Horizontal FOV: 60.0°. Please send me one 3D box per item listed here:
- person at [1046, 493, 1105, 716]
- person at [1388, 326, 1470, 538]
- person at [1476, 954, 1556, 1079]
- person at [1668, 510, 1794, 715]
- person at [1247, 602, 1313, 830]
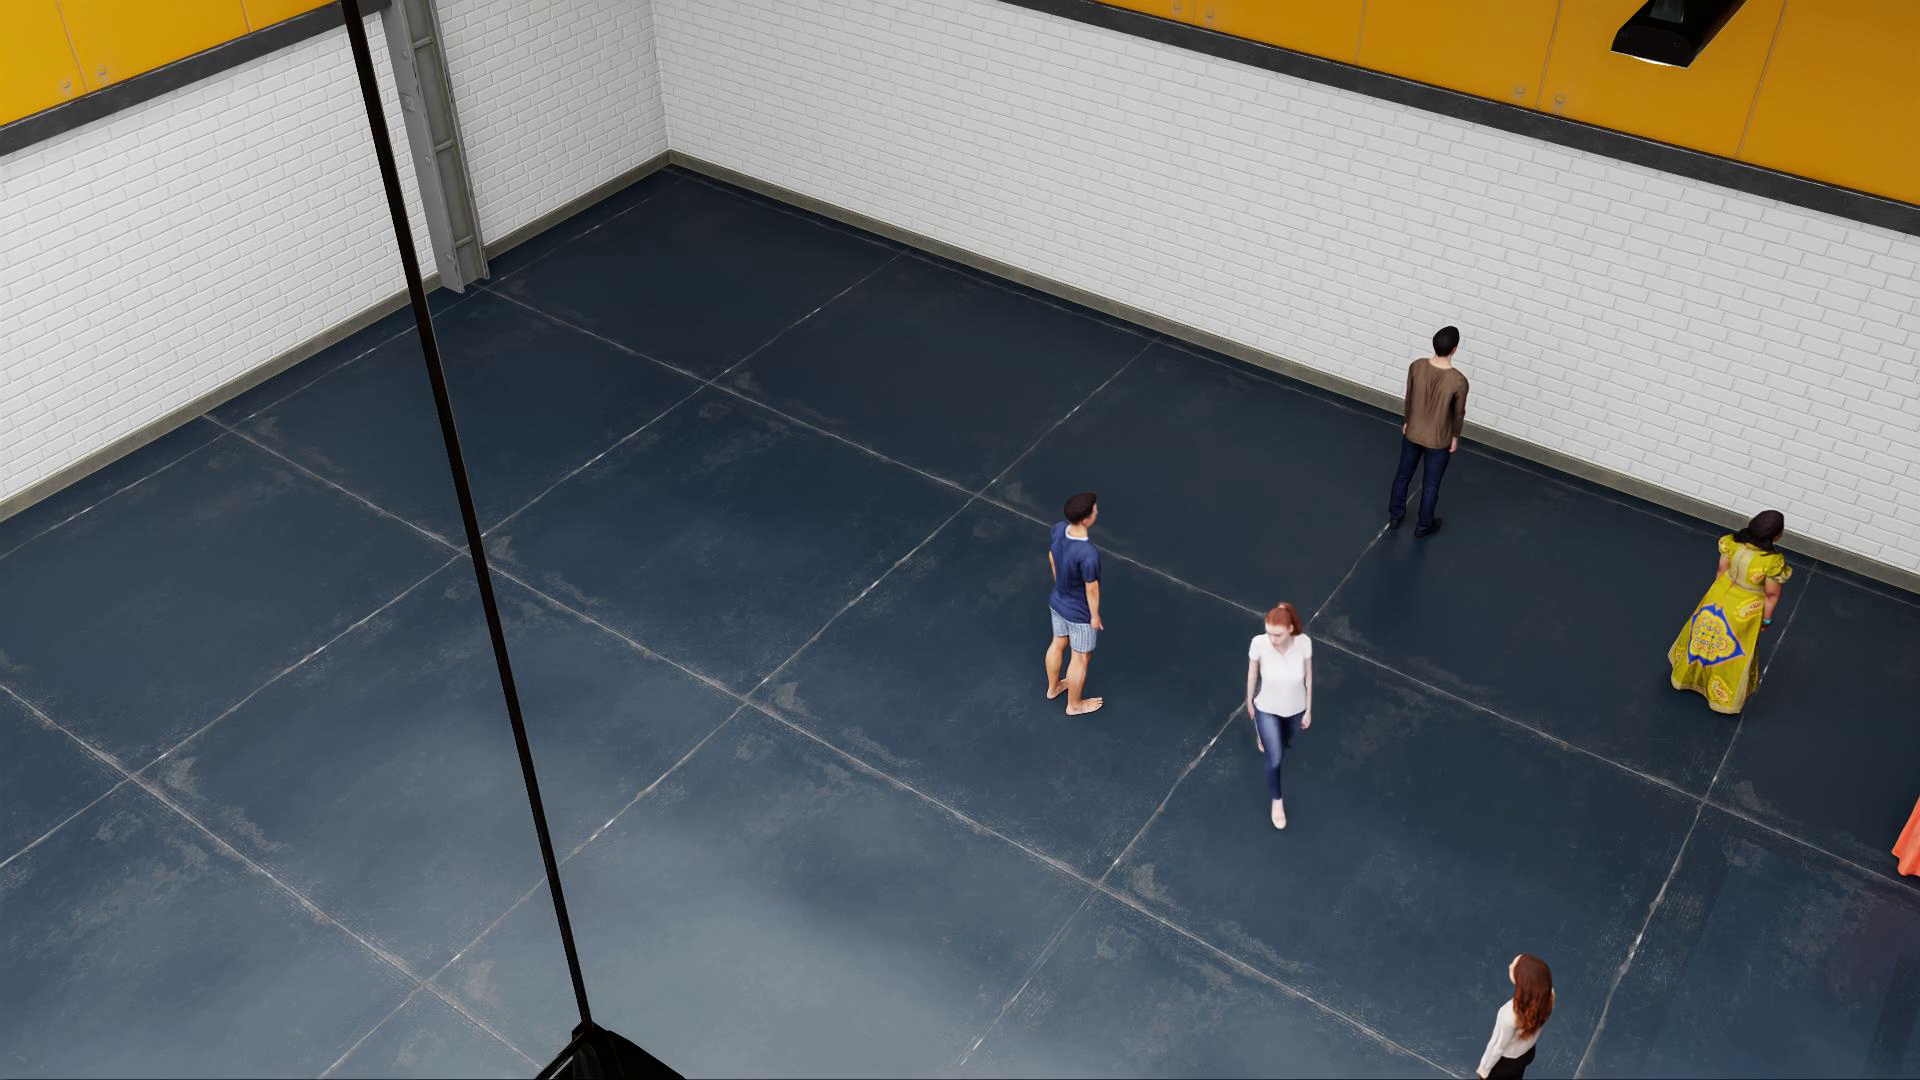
[{"bbox_3d":[0.787,0.435,11.485,0.664,1.848,0.688,-24,44,-27],"label":"person"},{"bbox_3d":[3.680,-0.846,13.056,0.646,1.889,0.566,25,45,28],"label":"person"},{"bbox_3d":[2.955,2.735,8.897,0.523,1.483,0.662,-24,44,-27],"label":"person"},{"bbox_3d":[5.421,0.468,11.594,0.944,1.661,0.970,-22,44,-25],"label":"person"},{"bbox_3d":[2.069,1.038,10.843,0.984,1.707,1.091,-4,39,-5],"label":"person"}]
